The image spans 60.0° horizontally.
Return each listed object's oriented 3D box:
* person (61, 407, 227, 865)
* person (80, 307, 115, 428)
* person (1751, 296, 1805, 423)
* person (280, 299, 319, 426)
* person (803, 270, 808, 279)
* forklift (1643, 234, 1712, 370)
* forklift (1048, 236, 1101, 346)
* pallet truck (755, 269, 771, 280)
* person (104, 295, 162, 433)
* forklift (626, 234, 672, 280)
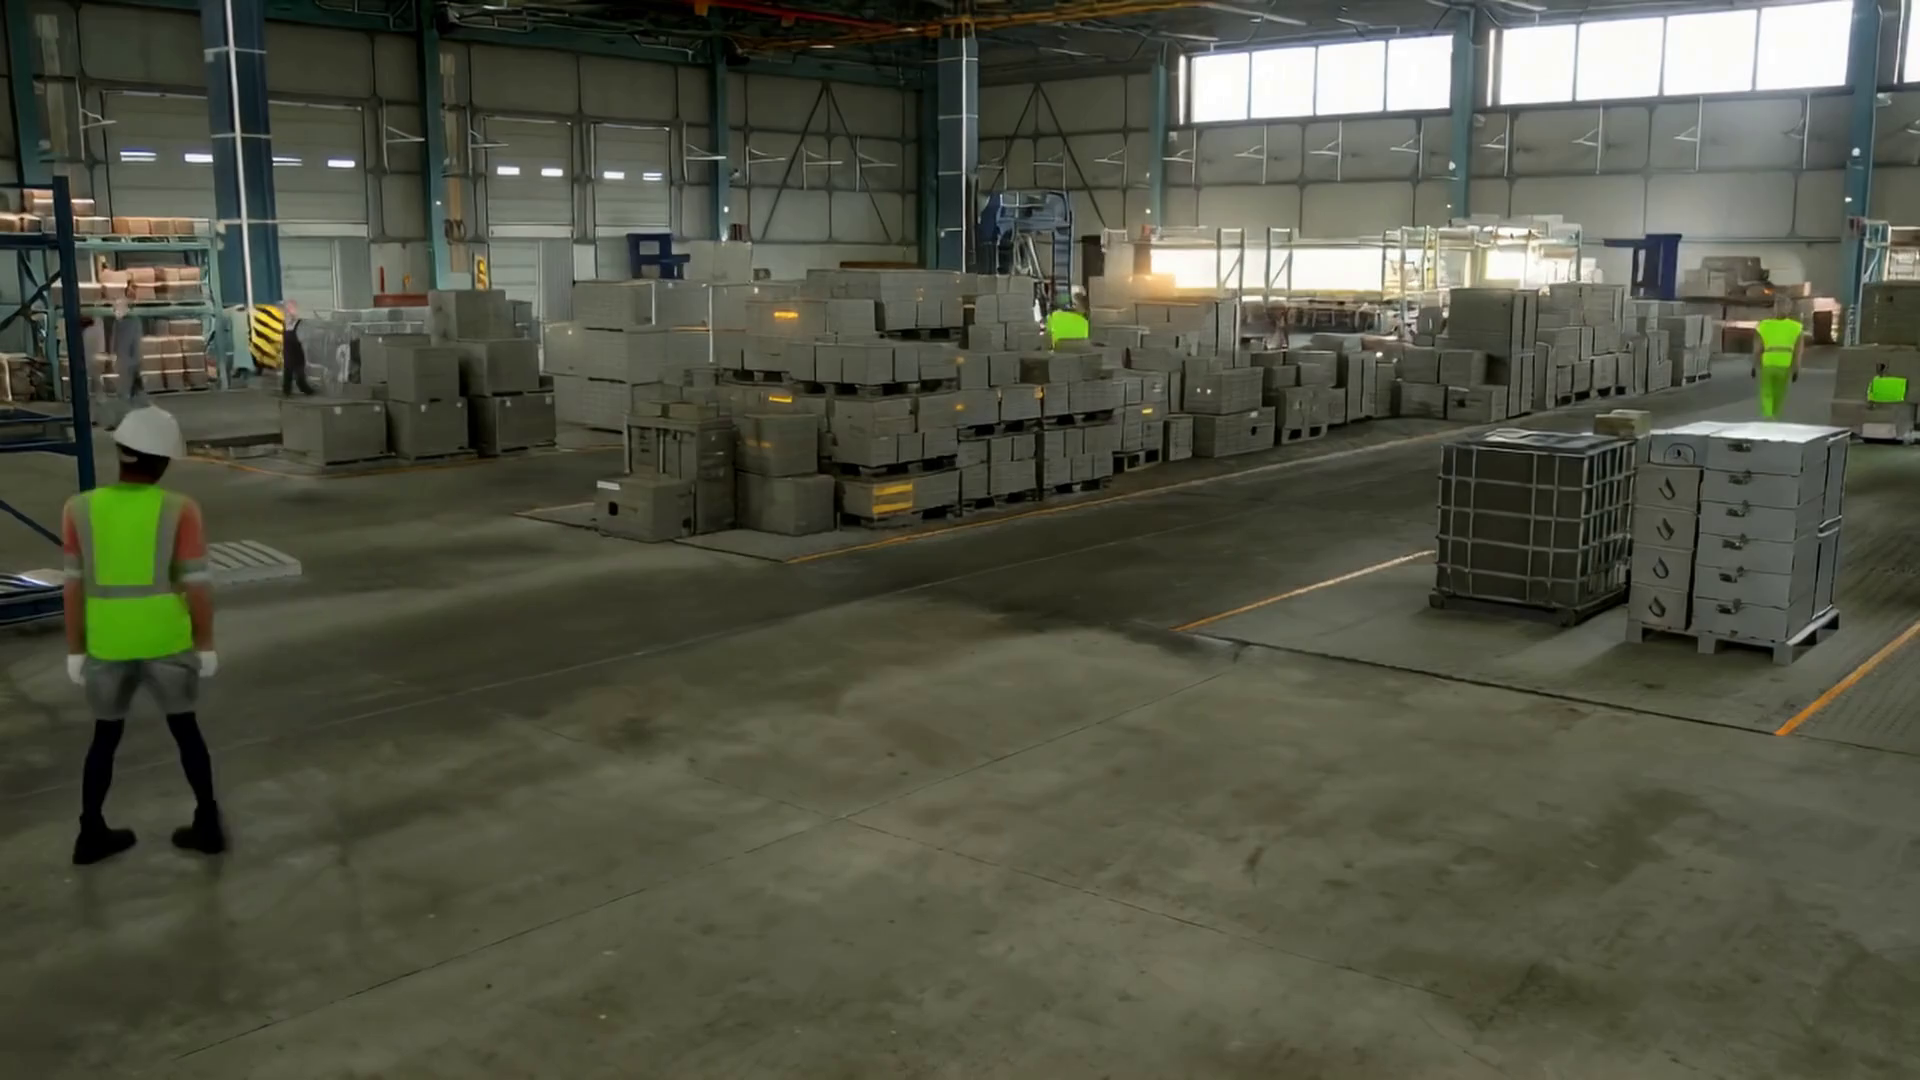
[{"bbox_3d":[-3.394,0.400,6.886,0.591,1.907,0.404,-2,10,-10],"label":"person"},{"bbox_3d":[-12.375,-2.456,23.654,0.359,1.714,0.507,-5,11,-28],"label":"person"},{"bbox_3d":[11.097,-2.353,22.584,0.612,1.895,0.524,3,10,18],"label":"person"},{"bbox_3d":[-9.555,-2.572,24.048,0.522,1.824,0.679,4,11,23],"label":"person"},{"bbox_3d":[-4.286,-6.662,47.040,0.496,1.923,0.567,-1,10,-3],"label":"person"},{"bbox_3d":[14.195,-4.809,33.772,1.873,2.768,1.129,0,10,0],"label":"forklift"},{"bbox_3d":[3.013,-5.617,38.372,1.873,2.768,1.129,2,10,12],"label":"forklift"},{"bbox_3d":[-4.996,-6.432,45.525,1.885,1.965,0.823,-6,12,-32],"label":"pallet truck"},{"bbox_3d":[-11.541,-2.463,23.225,0.646,1.913,0.904,9,14,42],"label":"person"},{"bbox_3d":[-6.265,-4.802,33.734,1.873,2.768,1.129,8,13,40],"label":"forklift"}]
